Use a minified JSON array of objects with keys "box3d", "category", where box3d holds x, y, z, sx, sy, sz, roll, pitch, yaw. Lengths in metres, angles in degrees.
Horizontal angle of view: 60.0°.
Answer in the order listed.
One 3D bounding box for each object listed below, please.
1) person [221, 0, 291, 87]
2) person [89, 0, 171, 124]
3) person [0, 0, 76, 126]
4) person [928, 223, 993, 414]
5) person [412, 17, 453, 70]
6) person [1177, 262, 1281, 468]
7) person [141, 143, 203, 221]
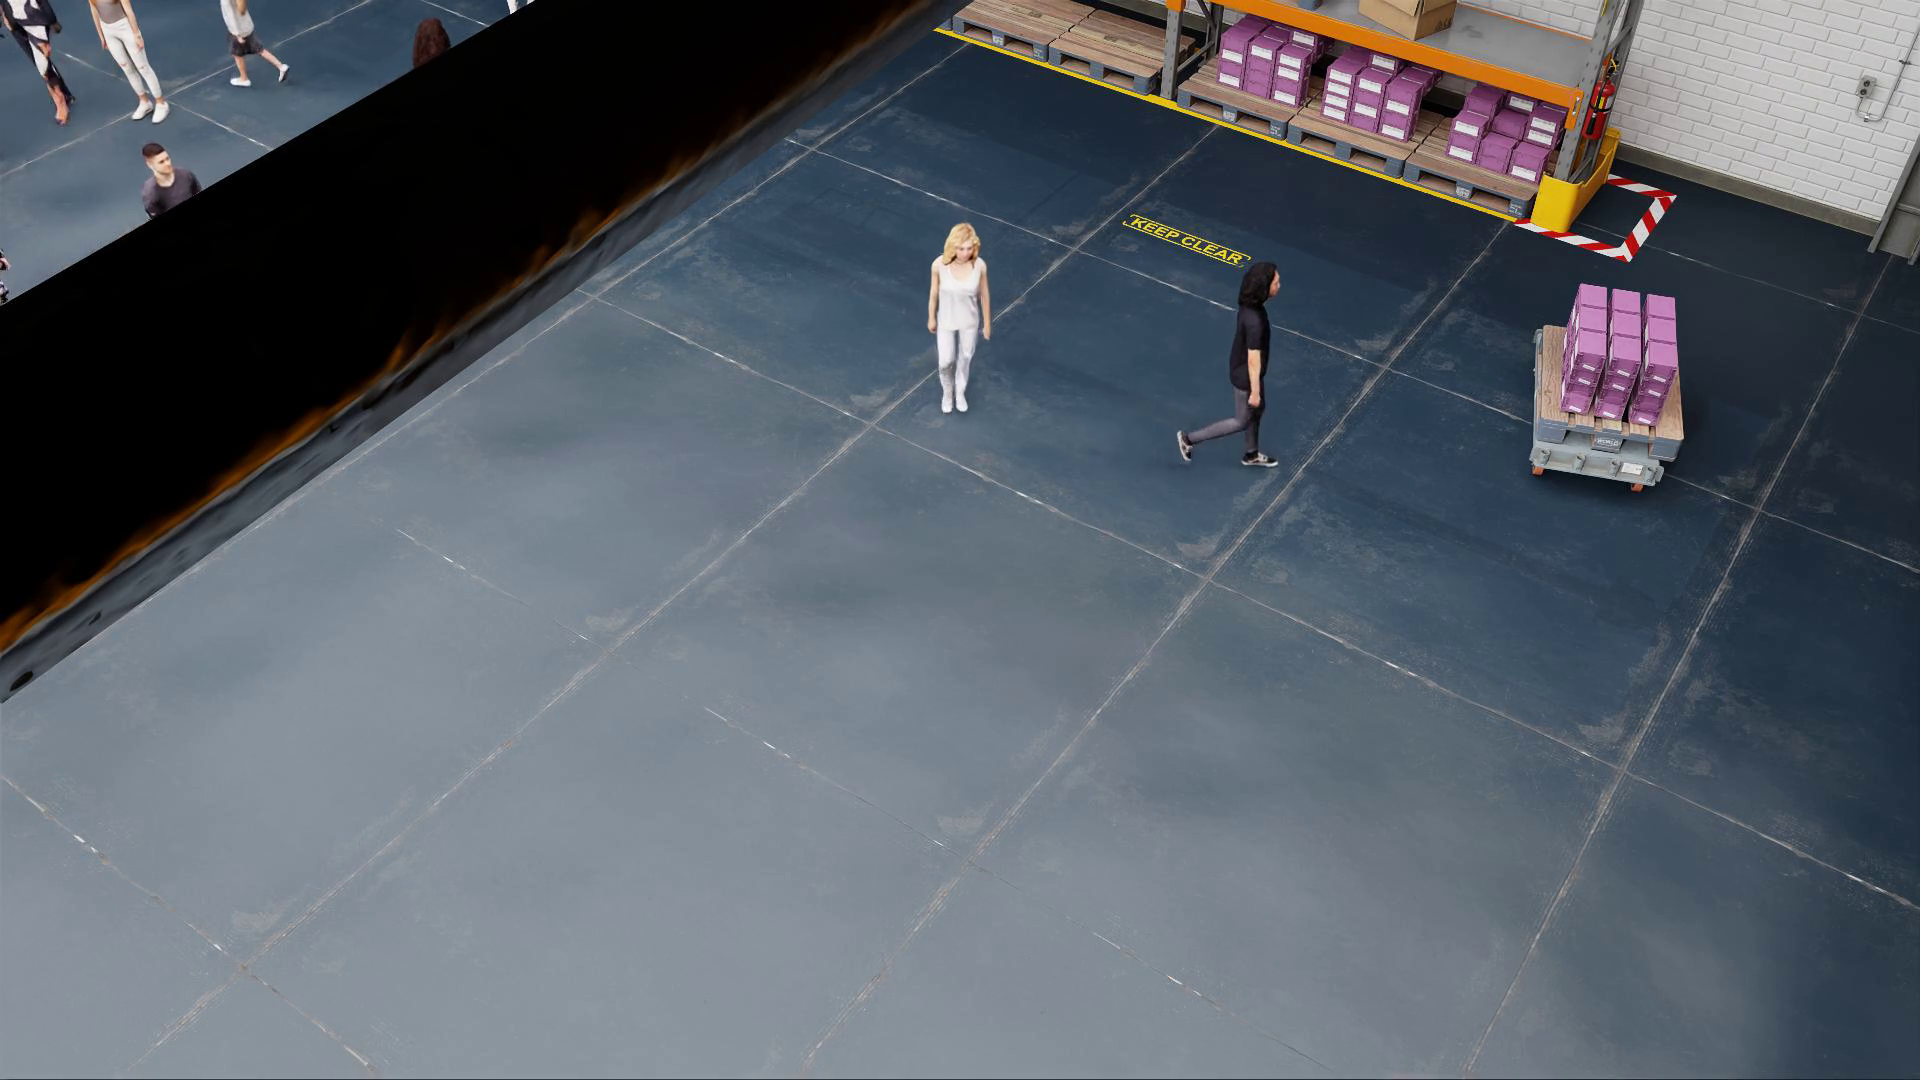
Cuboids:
[{"box3d":[-7.110,-5.112,16.579,0.911,1.258,0.709,7,44,8],"category":"person"},{"box3d":[-8.053,-4.869,15.992,0.606,1.716,0.725,6,44,6],"category":"person"},{"box3d":[-8.948,-5.018,16.036,0.944,1.870,1.002,2,44,2],"category":"person"},{"box3d":[-0.012,-1.746,12.753,0.709,1.661,0.787,-3,44,-3],"category":"person"},{"box3d":[-4.668,-3.925,15.083,0.873,1.602,0.821,10,45,11],"category":"person"},{"box3d":[2.014,-1.230,12.098,1.132,1.816,0.950,4,44,4],"category":"person"},{"box3d":[-6.271,-2.442,13.434,1.199,1.729,0.740,20,47,20],"category":"person"}]
